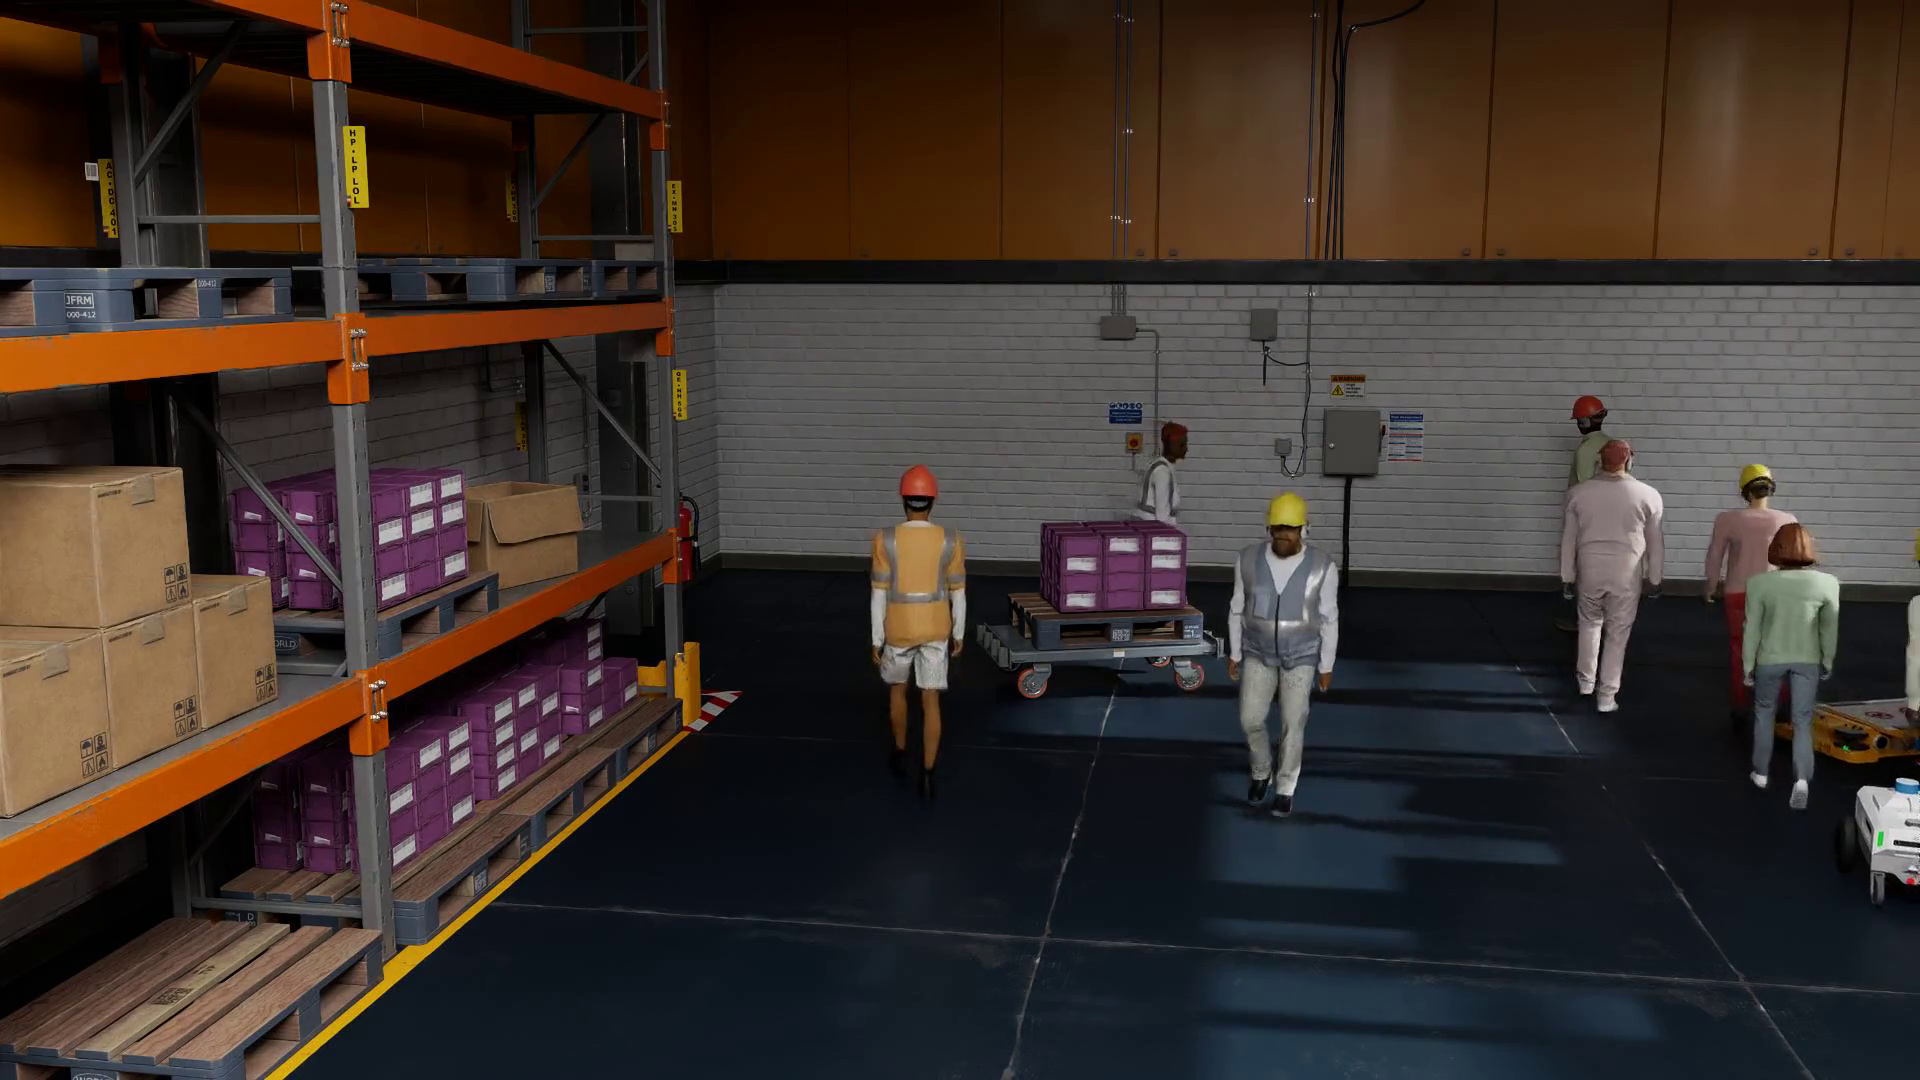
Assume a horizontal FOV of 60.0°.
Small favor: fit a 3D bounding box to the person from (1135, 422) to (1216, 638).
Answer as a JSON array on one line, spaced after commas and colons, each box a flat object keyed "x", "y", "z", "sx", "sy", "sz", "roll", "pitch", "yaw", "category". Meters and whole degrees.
[{"x": 1.651, "y": -0.024, "z": 13.267, "sx": 0.914, "sy": 1.831, "sz": 0.624, "roll": 3, "pitch": 10, "yaw": 16, "category": "person"}]

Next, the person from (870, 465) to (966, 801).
[{"x": -0.252, "y": 0.511, "z": 9.763, "sx": 0.568, "sy": 1.900, "sz": 0.872, "roll": -1, "pitch": 9, "yaw": -6, "category": "person"}]

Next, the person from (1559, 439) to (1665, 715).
[{"x": 4.541, "y": 0.236, "z": 11.561, "sx": 0.652, "sy": 1.876, "sz": 0.823, "roll": 6, "pitch": 11, "yaw": 32, "category": "person"}]

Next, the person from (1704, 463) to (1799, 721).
[{"x": 5.334, "y": 0.359, "z": 11.253, "sx": 0.608, "sy": 1.750, "sz": 0.399, "roll": 3, "pitch": 10, "yaw": 20, "category": "person"}]

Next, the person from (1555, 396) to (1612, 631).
[{"x": 5.285, "y": -0.218, "z": 14.016, "sx": 0.392, "sy": 1.985, "sz": 0.611, "roll": 9, "pitch": 13, "yaw": 42, "category": "person"}]

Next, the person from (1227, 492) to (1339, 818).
[{"x": 1.786, "y": 0.636, "z": 9.236, "sx": 0.617, "sy": 1.821, "sz": 0.426, "roll": 3, "pitch": 10, "yaw": 18, "category": "person"}]

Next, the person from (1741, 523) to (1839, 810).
[{"x": 4.729, "y": 0.703, "z": 9.485, "sx": 0.508, "sy": 1.604, "sz": 0.784, "roll": 3, "pitch": 10, "yaw": 18, "category": "person"}]

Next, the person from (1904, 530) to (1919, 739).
[{"x": 5.120, "y": 0.798, "z": 8.514, "sx": 0.588, "sy": 1.729, "sz": 0.549, "roll": -1, "pitch": 9, "yaw": -9, "category": "person"}]

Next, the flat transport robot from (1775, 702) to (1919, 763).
[{"x": 6.026, "y": 1.193, "z": 10.579, "sx": 1.431, "sy": 0.197, "sz": 0.652, "roll": -2, "pitch": 9, "yaw": -13, "category": "flat transport robot"}]

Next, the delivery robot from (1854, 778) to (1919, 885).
[{"x": 4.598, "y": 1.405, "z": 8.109, "sx": 0.477, "sy": 0.478, "sz": 0.707, "roll": 3, "pitch": 10, "yaw": 21, "category": "delivery robot"}]
